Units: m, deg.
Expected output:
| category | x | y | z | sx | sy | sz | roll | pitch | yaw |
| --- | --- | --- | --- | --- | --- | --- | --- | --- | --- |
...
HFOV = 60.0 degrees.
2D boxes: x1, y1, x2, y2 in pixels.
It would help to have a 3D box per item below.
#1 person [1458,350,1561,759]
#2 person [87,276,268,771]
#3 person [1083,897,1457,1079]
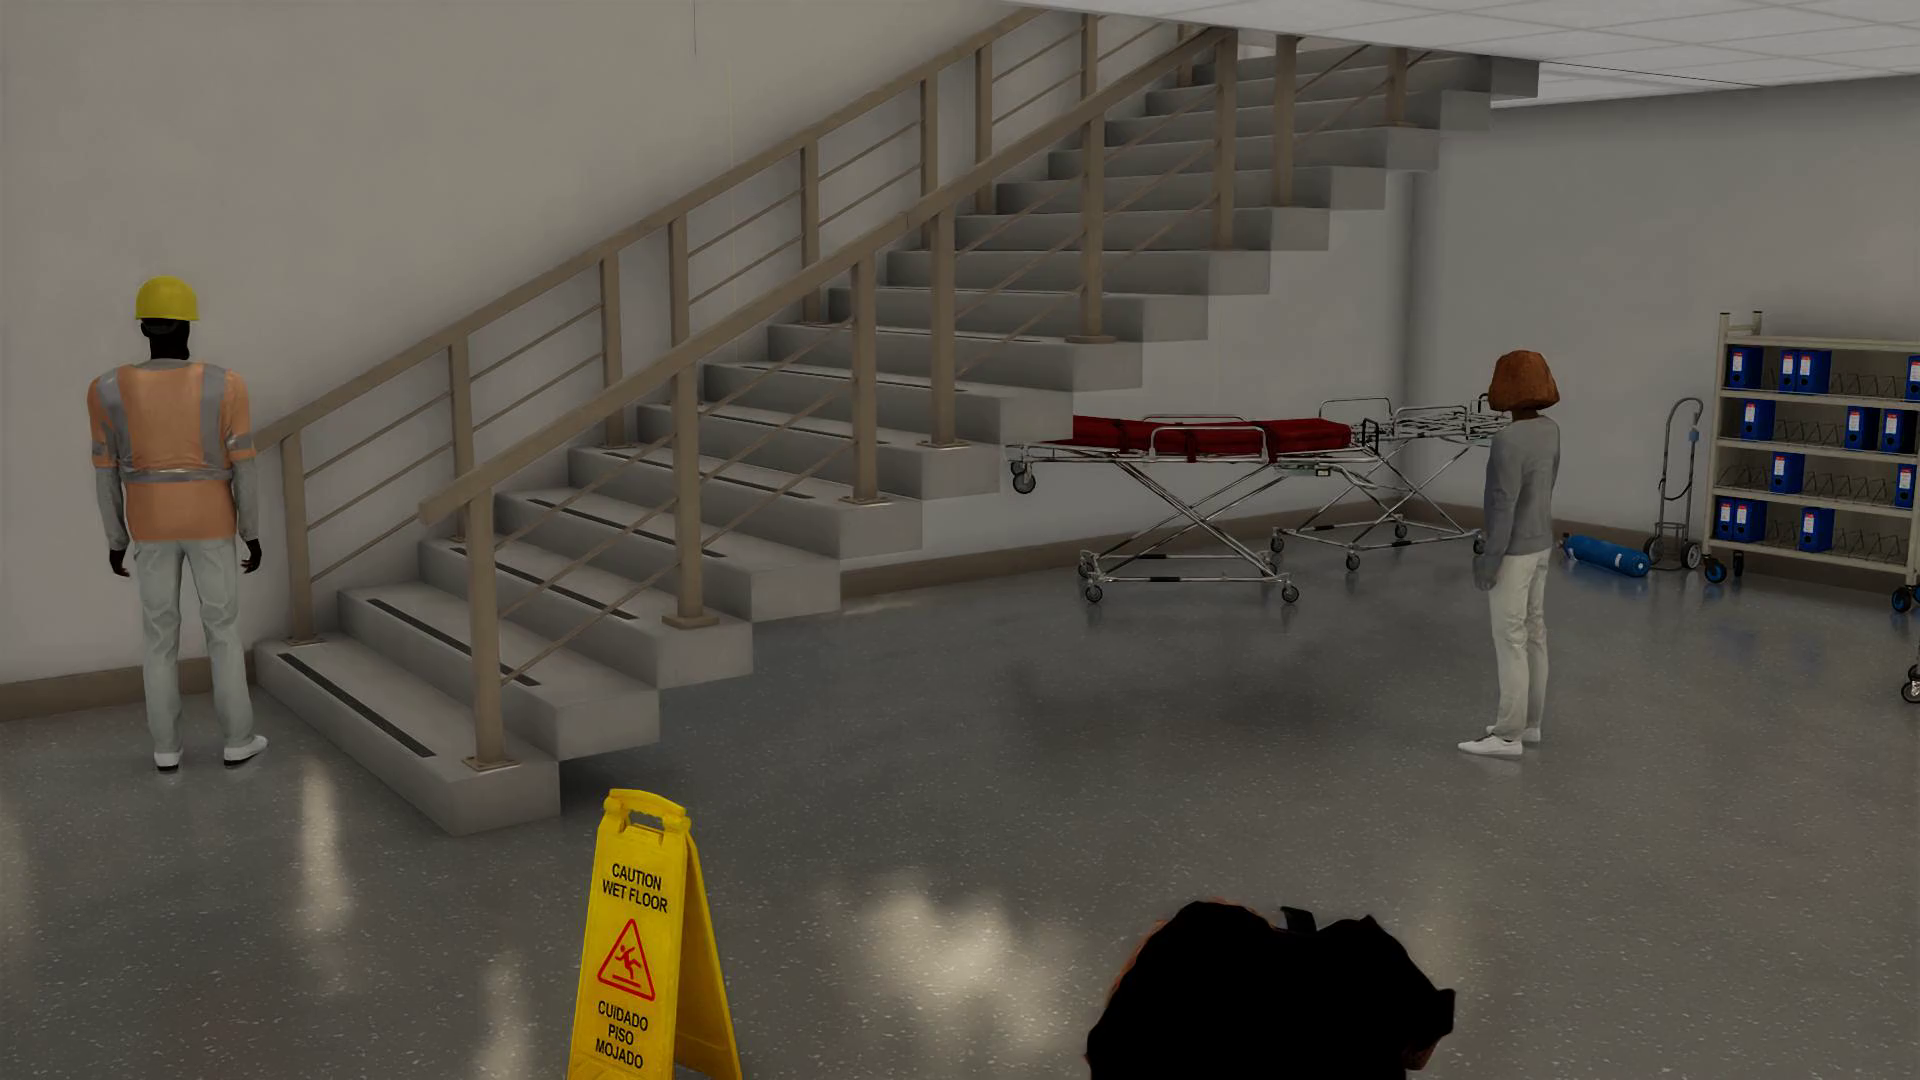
| category | x | y | z | sx | sy | sz | roll | pitch | yaw |
| --- | --- | --- | --- | --- | --- | --- | --- | --- | --- |
| person | 2.220 | 0.060 | 6.669 | 0.285 | 1.633 | 0.497 | 8 | 13 | 39 |
| person | -3.035 | -0.056 | 6.493 | 0.584 | 1.928 | 0.367 | -2 | 10 | -14 |
| person | 0.164 | 1.022 | 1.114 | 0.311 | 1.638 | 0.523 | 3 | 10 | 18 |
